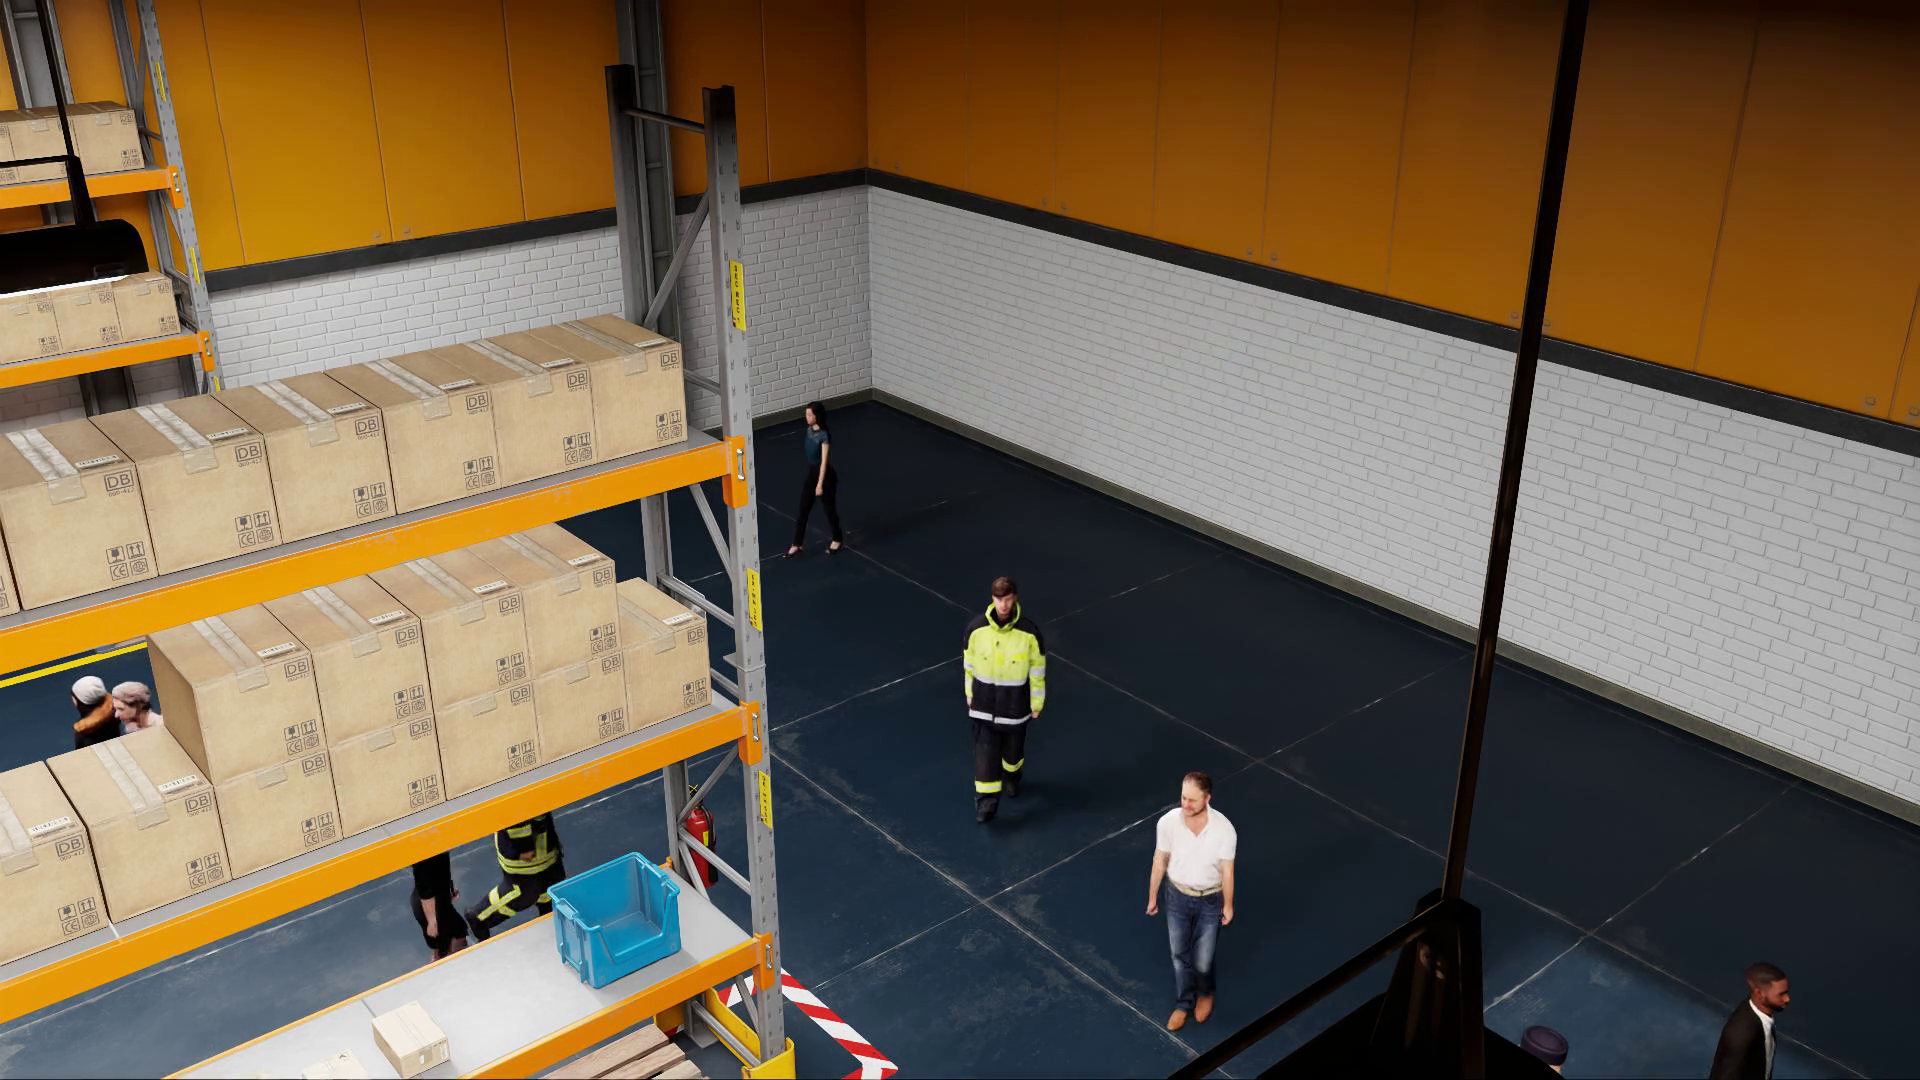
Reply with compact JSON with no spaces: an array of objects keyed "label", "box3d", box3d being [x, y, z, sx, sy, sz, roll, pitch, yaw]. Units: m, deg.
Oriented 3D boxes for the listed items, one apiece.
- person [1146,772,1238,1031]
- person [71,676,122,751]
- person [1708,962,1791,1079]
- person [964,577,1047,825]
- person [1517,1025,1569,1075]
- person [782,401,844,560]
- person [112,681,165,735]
[{"label":"person","box3d":[1.517,2.211,10.471,0.784,1.845,0.782,13,27,27]},{"label":"person","box3d":[-6.079,1.702,11.901,0.756,1.633,0.728,-3,24,-8]},{"label":"person","box3d":[4.012,2.973,8.797,0.823,1.790,0.657,17,29,33]},{"label":"person","box3d":[0.344,1.144,12.796,1.222,1.939,1.274,2,24,4]},{"label":"person","box3d":[2.829,3.177,8.485,0.813,1.667,0.651,16,28,33]},{"label":"person","box3d":[-1.358,-0.621,17.117,0.940,1.713,0.626,-16,28,-33]},{"label":"person","box3d":[-5.351,1.765,11.514,1.118,1.829,1.380,8,25,17]}]
